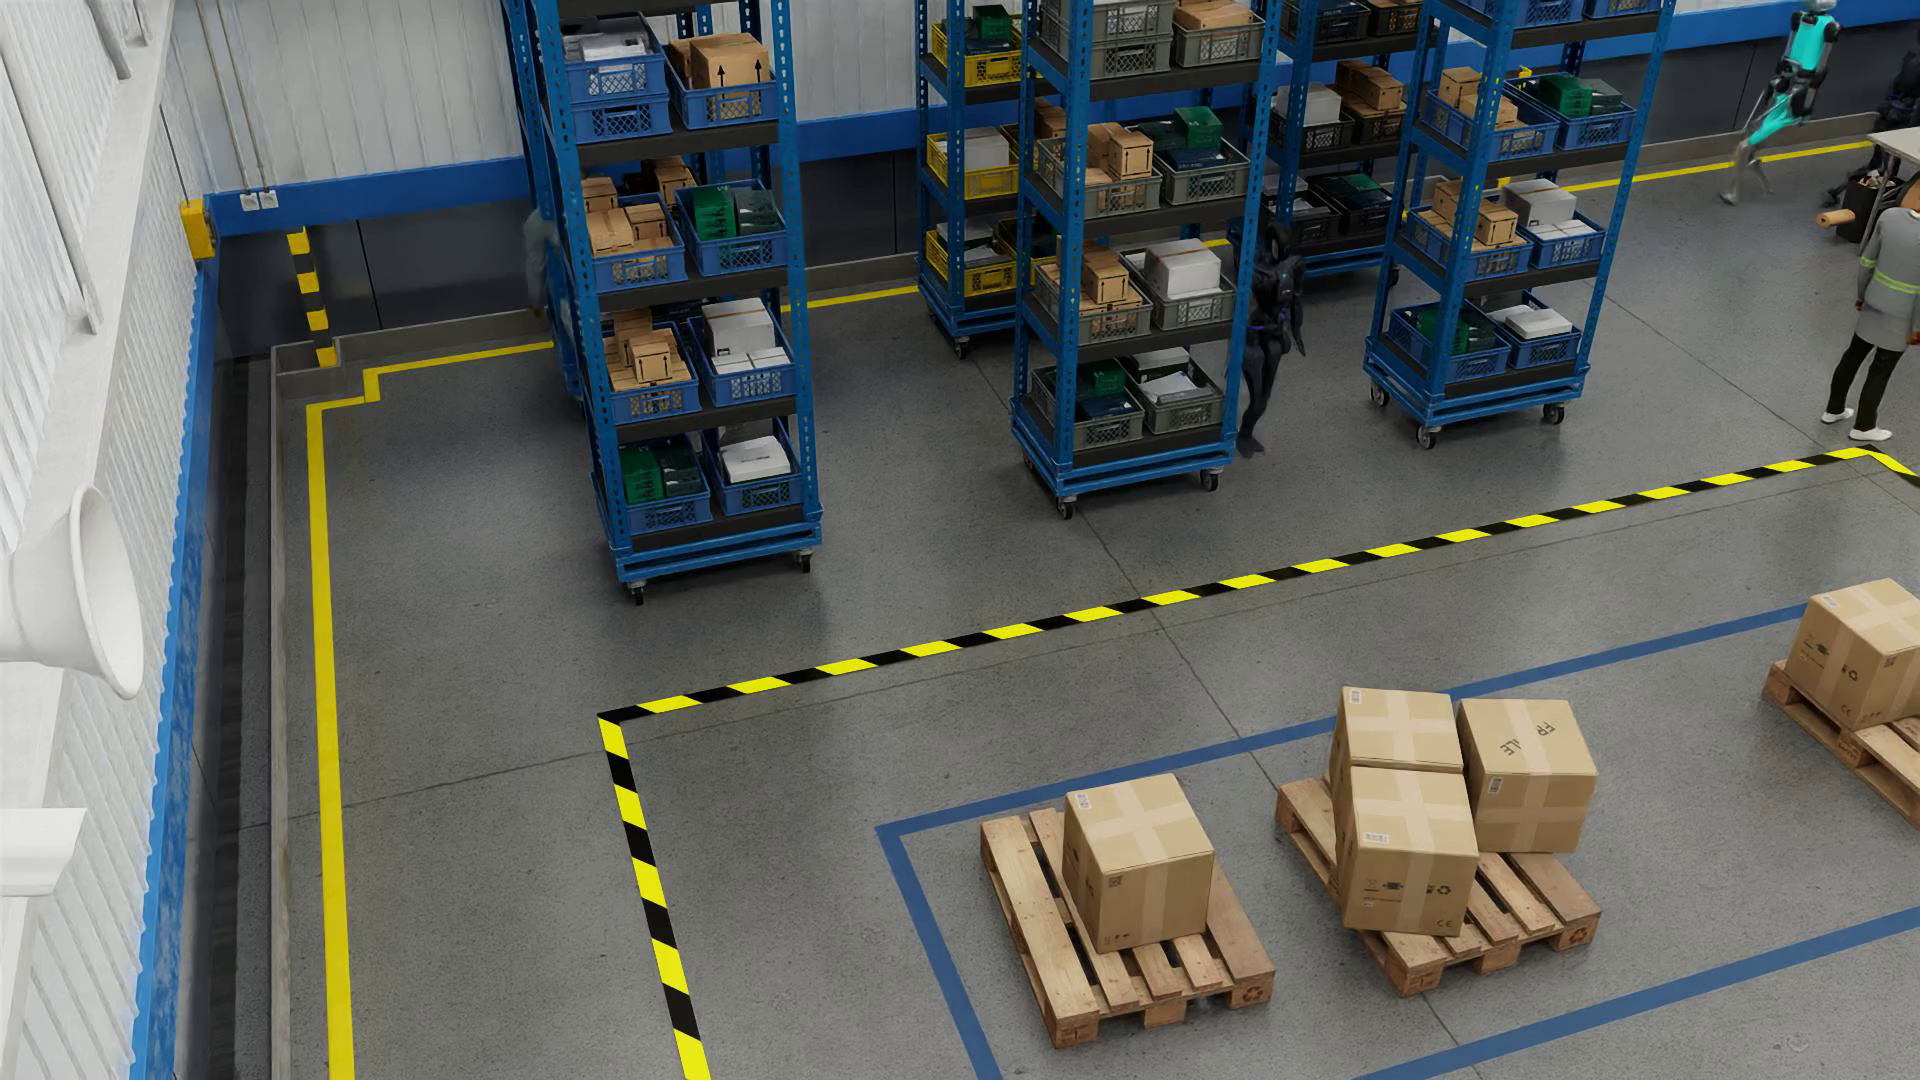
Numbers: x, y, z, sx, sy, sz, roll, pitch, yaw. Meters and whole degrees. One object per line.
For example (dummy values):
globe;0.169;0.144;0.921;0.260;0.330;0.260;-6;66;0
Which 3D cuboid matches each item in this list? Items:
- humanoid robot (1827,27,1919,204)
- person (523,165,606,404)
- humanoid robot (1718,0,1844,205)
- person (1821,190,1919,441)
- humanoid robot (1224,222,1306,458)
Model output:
humanoid robot;7.687;-3.471;13.765;0.518;1.642;0.600;3;35;4
person;-2.446;-1.598;10.923;0.633;1.878;1.040;-29;44;-34
humanoid robot;6.781;-3.658;13.994;0.921;1.779;0.561;-13;37;-18
person;6.096;-1.524;10.843;0.401;1.852;0.589;-11;37;-15
humanoid robot;1.955;-1.277;10.643;0.609;1.651;0.356;-21;40;-27
